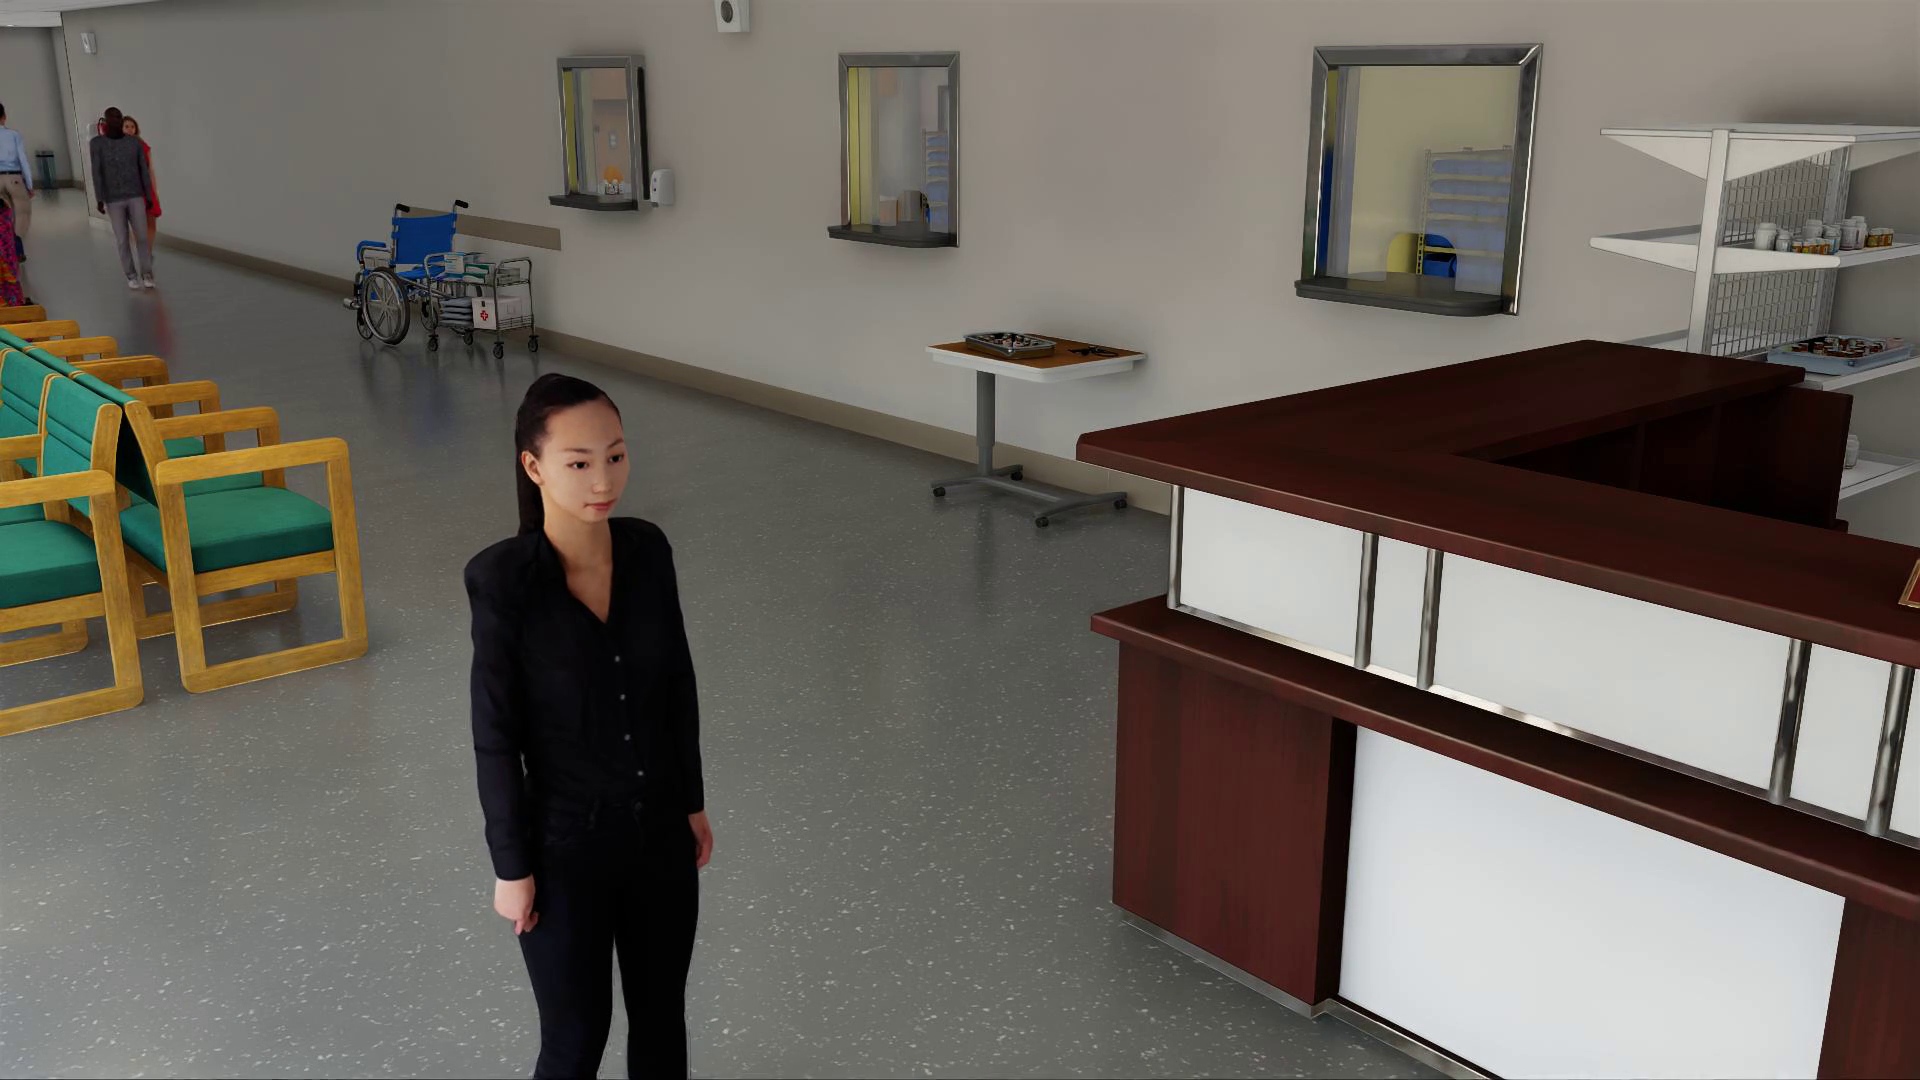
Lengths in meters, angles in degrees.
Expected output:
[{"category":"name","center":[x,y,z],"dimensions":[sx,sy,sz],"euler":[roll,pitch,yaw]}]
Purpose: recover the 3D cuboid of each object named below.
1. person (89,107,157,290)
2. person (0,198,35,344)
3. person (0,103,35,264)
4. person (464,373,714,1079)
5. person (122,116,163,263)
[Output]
[{"category":"person","center":[-8.533,-3.463,16.959],"dimensions":[0.858,1.817,0.826],"euler":[-10,19,-31]},{"category":"person","center":[-6.569,-1.744,11.188],"dimensions":[0.863,1.640,1.090],"euler":[11,19,34]},{"category":"person","center":[-10.916,-4.061,19.068],"dimensions":[1.019,1.825,0.909],"euler":[-6,17,-21]},{"category":"person","center":[-0.635,0.548,2.928],"dimensions":[0.445,1.711,0.650],"euler":[-15,22,-43]},{"category":"person","center":[-9.142,-3.833,18.457],"dimensions":[0.736,1.717,0.717],"euler":[-9,18,-29]}]
